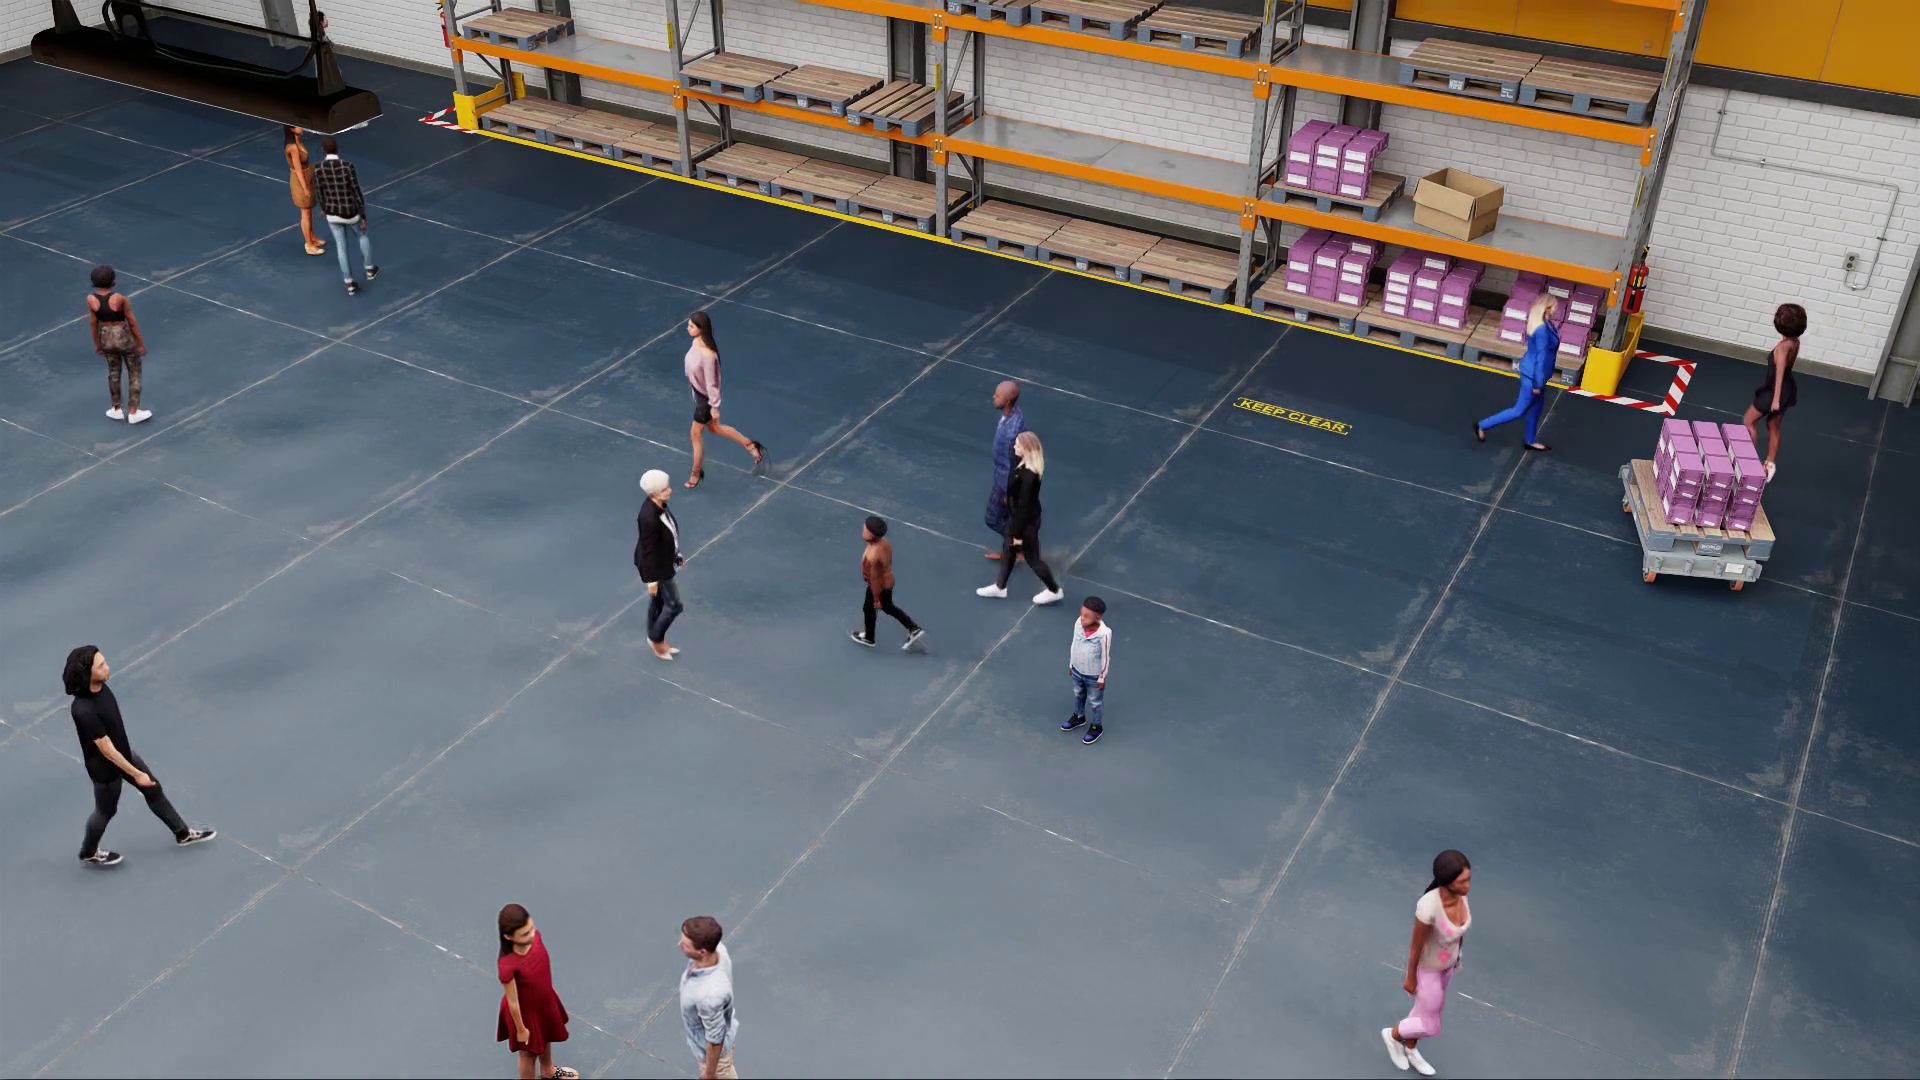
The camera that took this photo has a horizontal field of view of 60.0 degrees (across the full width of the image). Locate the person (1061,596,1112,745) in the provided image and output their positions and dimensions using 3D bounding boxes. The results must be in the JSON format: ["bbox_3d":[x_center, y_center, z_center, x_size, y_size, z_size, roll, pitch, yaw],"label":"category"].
[{"bbox_3d":[0.981,0.950,12.528,0.490,1.260,0.595,29,43,36],"label":"person"}]

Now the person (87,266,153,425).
[{"bbox_3d":[-8.355,-1.929,16.495,0.724,1.665,0.873,-7,34,-10],"label":"person"}]

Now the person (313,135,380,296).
[{"bbox_3d":[-7.072,-3.674,19.004,0.985,1.793,1.029,-6,34,-10],"label":"person"}]

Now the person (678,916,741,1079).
[{"bbox_3d":[-1.366,2.773,9.255,0.771,1.848,0.729,-6,34,-9],"label":"person"}]

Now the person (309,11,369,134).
[{"bbox_3d":[-8.964,-6.551,23.412,0.871,1.705,1.117,-28,43,-35],"label":"person"}]

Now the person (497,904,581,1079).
[{"bbox_3d":[-2.494,2.685,9.654,0.660,1.553,0.605,10,35,14],"label":"person"}]

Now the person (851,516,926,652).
[{"bbox_3d":[-0.581,0.376,13.416,0.893,1.234,0.640,8,35,12],"label":"person"}]

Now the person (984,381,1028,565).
[{"bbox_3d":[0.498,-0.545,14.285,0.845,1.805,0.811,-1,34,-2],"label":"person"}]

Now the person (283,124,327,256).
[{"bbox_3d":[-7.909,-4.271,19.999,0.695,1.686,0.634,-9,35,-13],"label":"person"}]

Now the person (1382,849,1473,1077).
[{"bbox_3d":[2.715,2.465,9.820,0.684,1.735,0.718,-25,41,-33],"label":"person"}]

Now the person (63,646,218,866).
[{"bbox_3d":[-5.820,1.501,11.214,1.204,1.797,1.093,-6,34,-8],"label":"person"}]

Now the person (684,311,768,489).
[{"bbox_3d":[-2.254,-1.300,15.440,1.091,1.784,1.096,-12,36,-18],"label":"person"}]

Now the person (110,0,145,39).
[{"bbox_3d":[-13.644,-9.018,27.091,0.970,1.741,0.856,11,35,16],"label":"person"}]

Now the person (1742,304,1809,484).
[{"bbox_3d":[7.676,-1.313,15.474,0.688,1.769,0.649,23,40,31],"label":"person"}]

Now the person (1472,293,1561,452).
[{"bbox_3d":[5.402,-1.577,15.955,1.112,1.676,0.854,5,34,8],"label":"person"}]

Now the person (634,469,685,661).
[{"bbox_3d":[-2.490,0.227,13.138,0.796,1.772,0.858,-1,34,-2],"label":"person"}]

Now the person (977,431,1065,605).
[{"bbox_3d":[0.626,-0.144,13.815,1.087,1.657,0.902,1,34,2],"label":"person"}]
